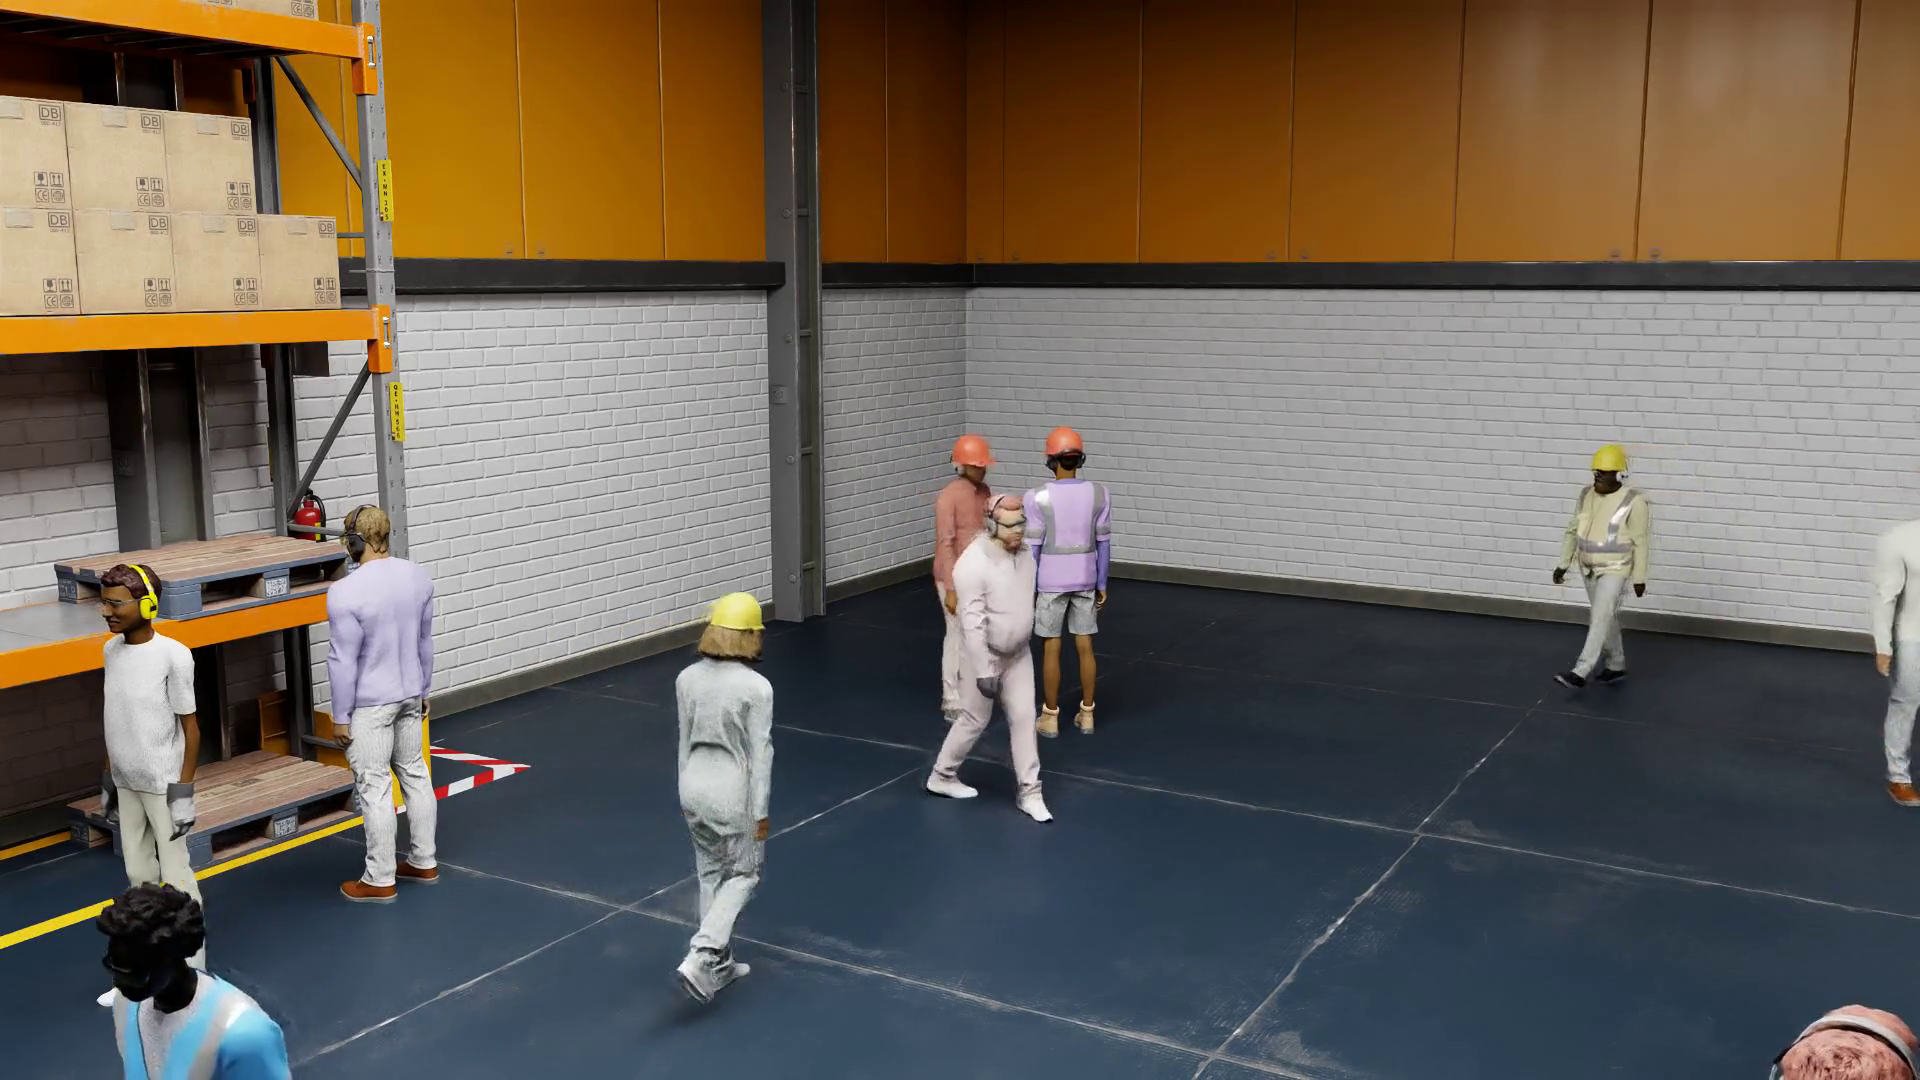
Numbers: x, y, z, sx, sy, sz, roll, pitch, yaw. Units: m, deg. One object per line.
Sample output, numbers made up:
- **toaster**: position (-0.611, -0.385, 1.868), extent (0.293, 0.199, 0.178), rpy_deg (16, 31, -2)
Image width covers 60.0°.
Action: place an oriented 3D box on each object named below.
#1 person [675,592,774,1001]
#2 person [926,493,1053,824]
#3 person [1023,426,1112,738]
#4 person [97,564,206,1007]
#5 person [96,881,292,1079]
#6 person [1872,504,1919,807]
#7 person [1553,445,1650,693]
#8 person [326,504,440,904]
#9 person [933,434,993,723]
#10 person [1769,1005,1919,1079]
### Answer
- **person**: position (-1.006, 1.081, 6.914), extent (0.491, 1.715, 0.568), rpy_deg (5, 10, 28)
- **person**: position (0.169, 0.629, 9.326), extent (0.661, 1.850, 0.835), rpy_deg (-8, 12, -42)
- **person**: position (0.685, 0.275, 10.890), extent (0.608, 2.046, 0.367), rpy_deg (-3, 10, -17)
- **person**: position (-3.338, 1.015, 6.816), extent (0.508, 1.872, 0.329), rpy_deg (4, 10, 23)
- **person**: position (-1.824, 1.569, 4.182), extent (0.542, 1.611, 1.026), rpy_deg (6, 11, 32)
- **person**: position (5.443, 0.598, 9.264), extent (0.661, 1.916, 0.728), rpy_deg (1, 9, 5)
- **person**: position (4.608, 0.210, 12.096), extent (0.911, 1.789, 0.597), rpy_deg (-4, 10, -25)
- **person**: position (-2.795, 0.785, 8.065), extent (0.356, 1.931, 0.630), rpy_deg (4, 10, 24)
- **person**: position (0.028, 0.256, 11.245), extent (0.484, 1.976, 0.638), rpy_deg (5, 11, 30)
- **person**: position (1.361, 1.668, 2.670), extent (0.635, 1.899, 0.398), rpy_deg (7, 12, 38)
